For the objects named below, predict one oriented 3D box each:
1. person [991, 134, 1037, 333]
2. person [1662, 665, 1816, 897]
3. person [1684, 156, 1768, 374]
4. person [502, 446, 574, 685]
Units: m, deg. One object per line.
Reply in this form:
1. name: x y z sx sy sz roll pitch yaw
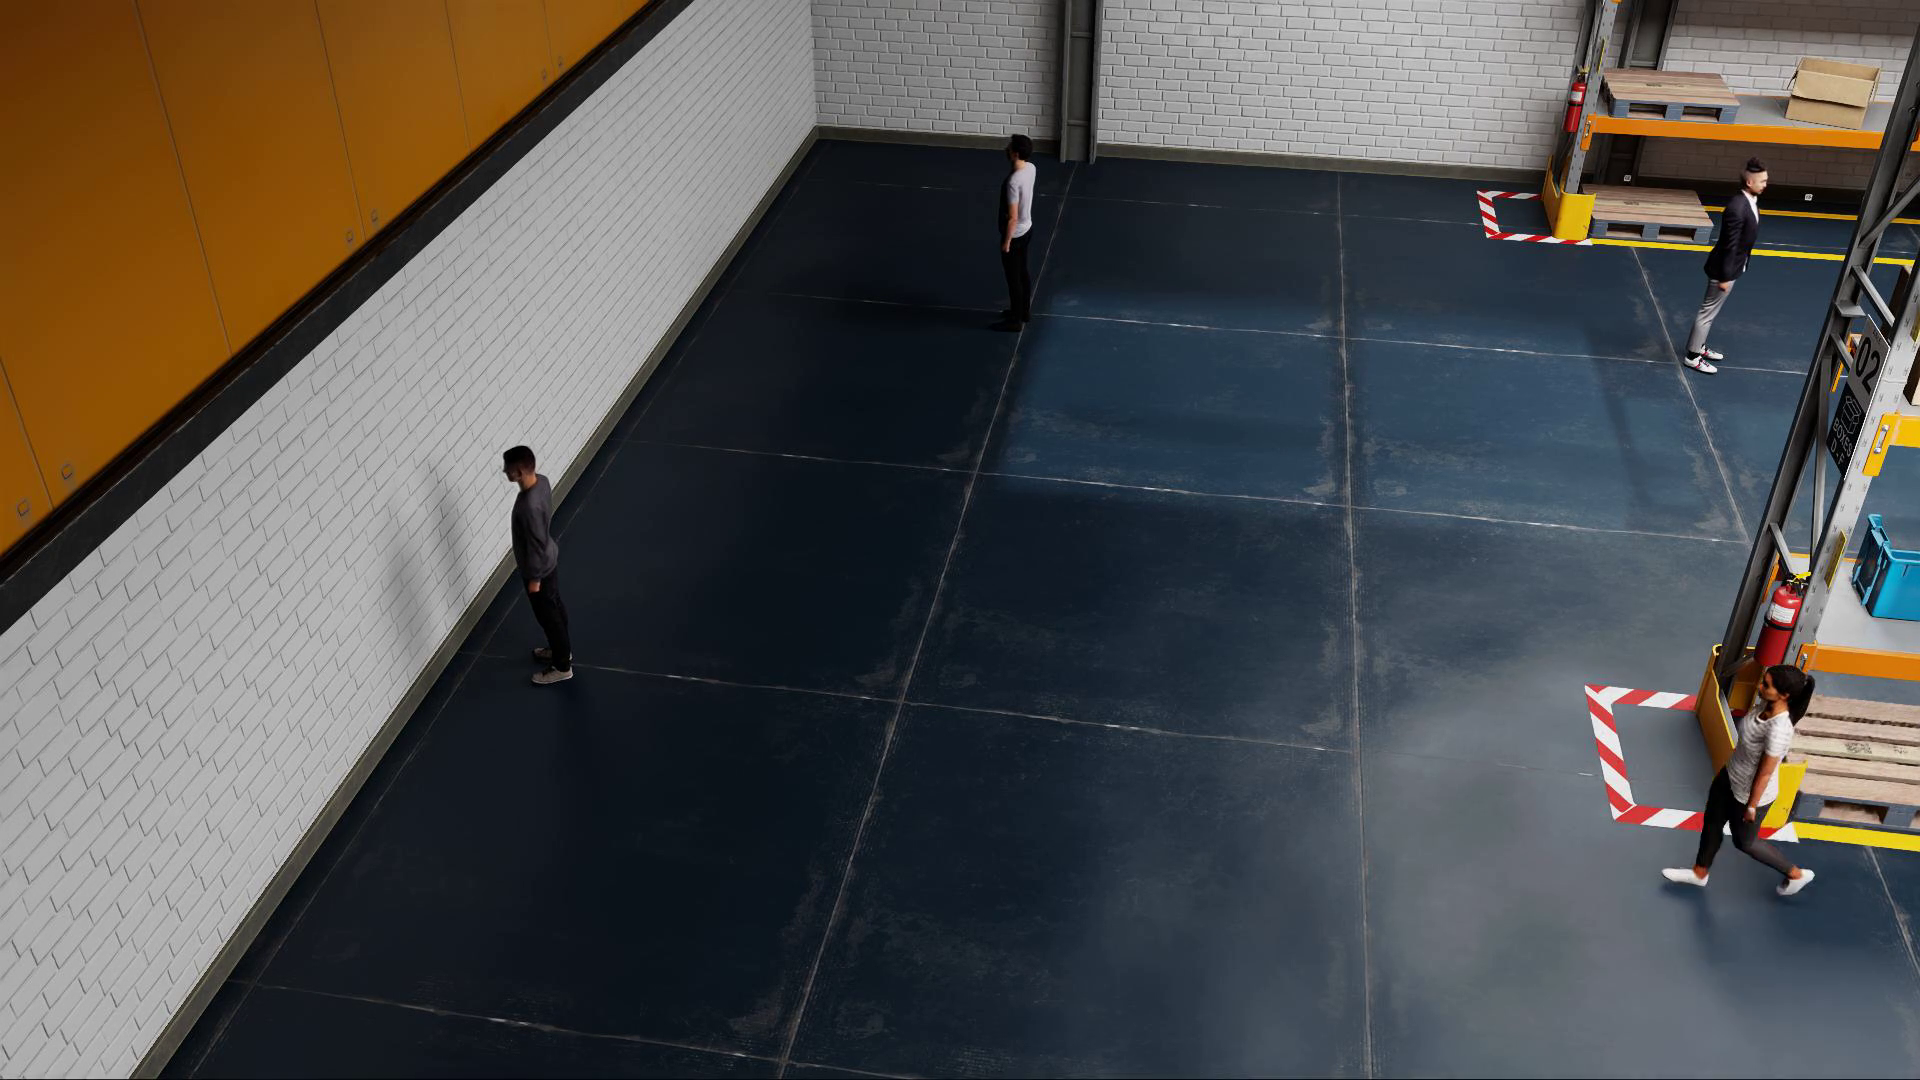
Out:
1. person: 0.528 -2.826 15.316 0.623 1.864 0.705 13 36 18
2. person: 4.469 1.374 9.217 0.988 1.621 0.610 8 34 12
3. person: 6.760 -2.454 14.672 0.750 1.959 0.788 20 38 27
4. person: -2.762 0.146 10.934 0.639 1.766 0.676 -4 34 -6
